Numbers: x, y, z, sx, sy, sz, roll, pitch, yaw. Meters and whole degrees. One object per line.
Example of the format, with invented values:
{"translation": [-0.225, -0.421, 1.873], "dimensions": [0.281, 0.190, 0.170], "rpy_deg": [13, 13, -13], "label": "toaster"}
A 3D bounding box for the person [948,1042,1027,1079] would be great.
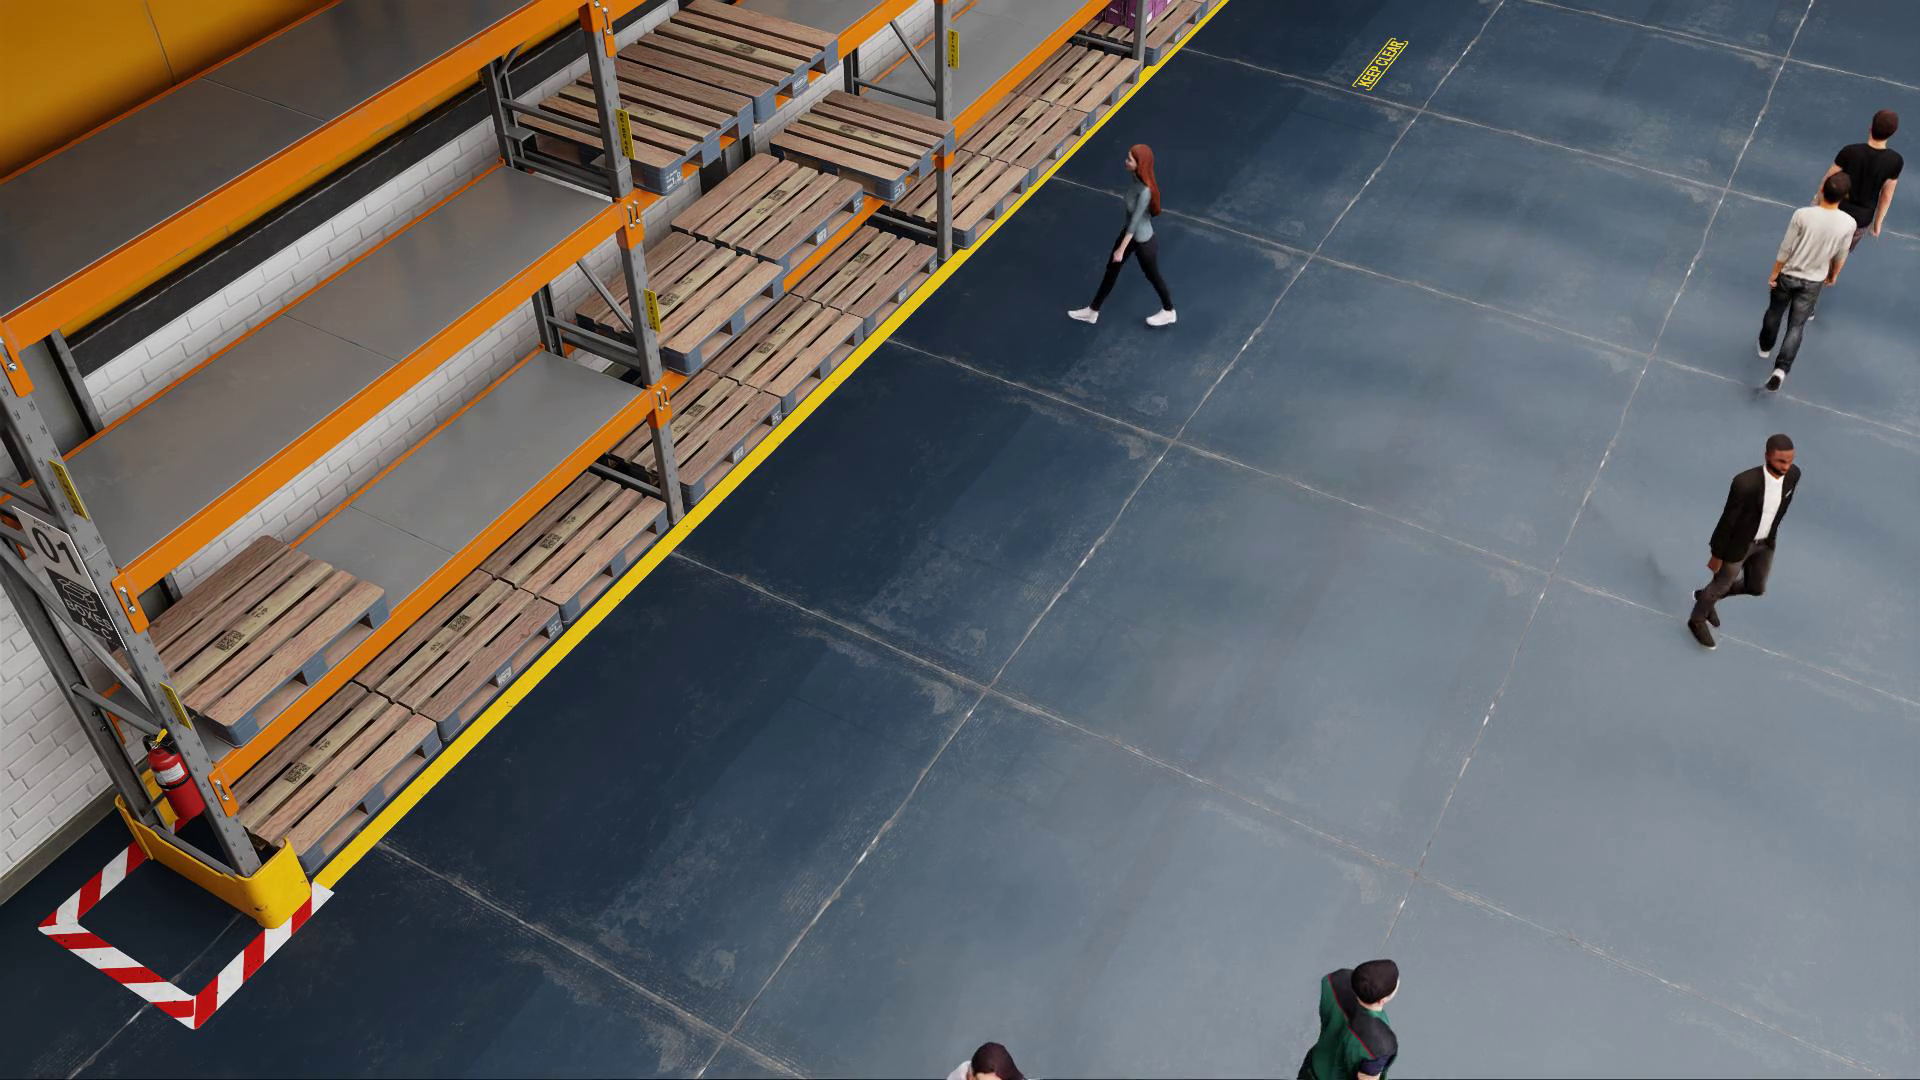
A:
{"translation": [0.163, 2.845, 8.150], "dimensions": [0.707, 1.618, 0.772], "rpy_deg": [10, 45, 10], "label": "person"}

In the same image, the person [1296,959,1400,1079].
{"translation": [1.796, 2.656, 8.176], "dimensions": [1.296, 1.855, 1.172], "rpy_deg": [-14, 45, -15], "label": "person"}

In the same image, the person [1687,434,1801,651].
{"translation": [5.144, -0.036, 11.051], "dimensions": [0.821, 1.786, 0.887], "rpy_deg": [-13, 45, -13], "label": "person"}

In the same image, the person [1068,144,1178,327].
{"translation": [1.540, -2.421, 13.626], "dimensions": [1.086, 1.688, 1.136], "rpy_deg": [-4, 44, -4], "label": "person"}

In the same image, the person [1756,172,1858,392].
{"translation": [6.645, -2.023, 13.140], "dimensions": [0.737, 1.783, 1.127], "rpy_deg": [17, 46, 17], "label": "person"}

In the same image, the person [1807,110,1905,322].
{"translation": [7.321, -2.637, 13.747], "dimensions": [0.803, 1.834, 1.106], "rpy_deg": [16, 46, 16], "label": "person"}
